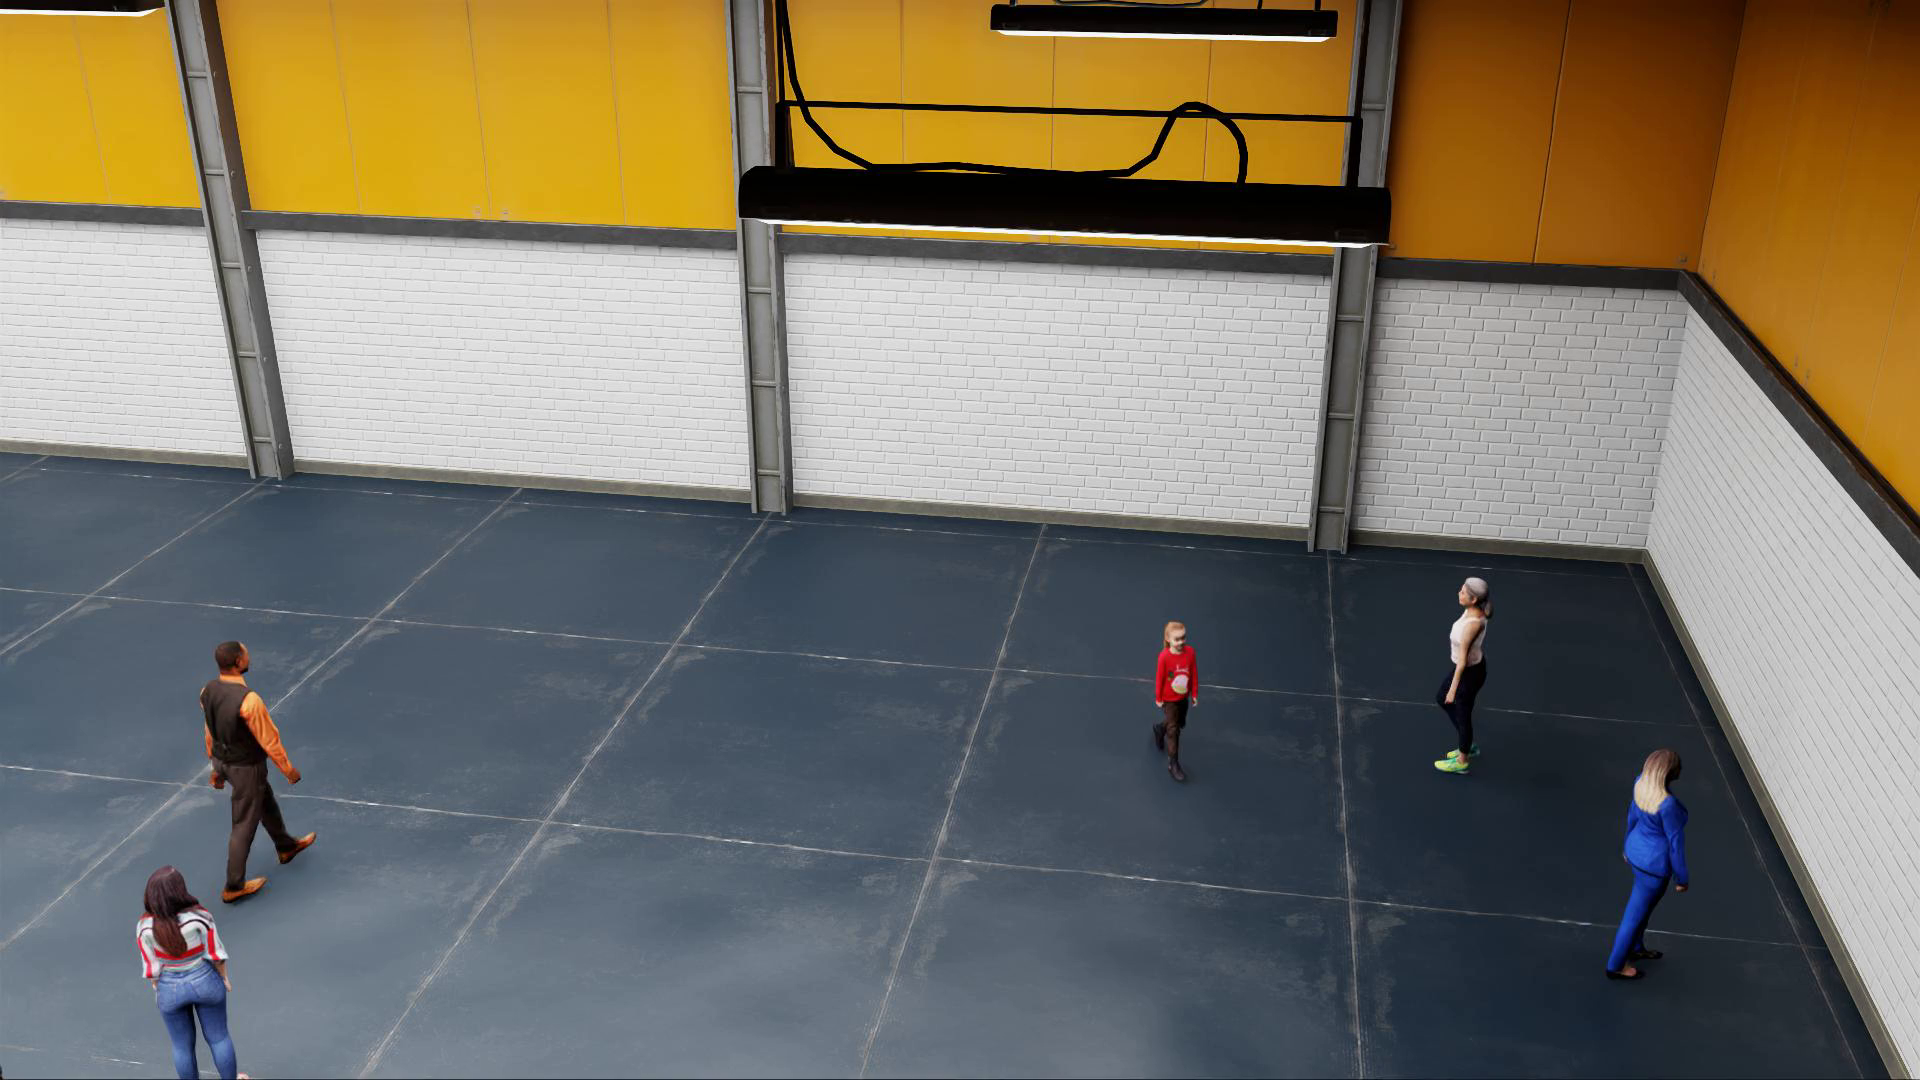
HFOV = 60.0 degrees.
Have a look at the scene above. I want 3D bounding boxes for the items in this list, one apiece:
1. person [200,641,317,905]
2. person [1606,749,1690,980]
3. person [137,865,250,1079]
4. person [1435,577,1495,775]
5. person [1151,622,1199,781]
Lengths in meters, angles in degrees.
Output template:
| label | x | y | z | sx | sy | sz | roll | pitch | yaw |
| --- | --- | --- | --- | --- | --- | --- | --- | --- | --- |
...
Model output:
| label | x | y | z | sx | sy | sz | roll | pitch | yaw |
| --- | --- | --- | --- | --- | --- | --- | --- | --- | --- |
| person | -5.032 | 1.643 | 11.471 | 1.120 | 1.871 | 1.038 | 16 | 28 | 33 |
| person | 4.341 | 2.093 | 10.664 | 0.783 | 1.692 | 0.718 | -2 | 24 | -4 |
| person | -4.465 | 2.590 | 9.628 | 0.596 | 1.612 | 0.726 | -7 | 25 | -16 |
| person | 4.045 | 1.081 | 12.977 | 0.655 | 1.695 | 0.663 | 8 | 25 | 17 |
| person | 1.688 | 1.219 | 13.198 | 0.839 | 1.266 | 0.849 | -11 | 26 | -24 |
